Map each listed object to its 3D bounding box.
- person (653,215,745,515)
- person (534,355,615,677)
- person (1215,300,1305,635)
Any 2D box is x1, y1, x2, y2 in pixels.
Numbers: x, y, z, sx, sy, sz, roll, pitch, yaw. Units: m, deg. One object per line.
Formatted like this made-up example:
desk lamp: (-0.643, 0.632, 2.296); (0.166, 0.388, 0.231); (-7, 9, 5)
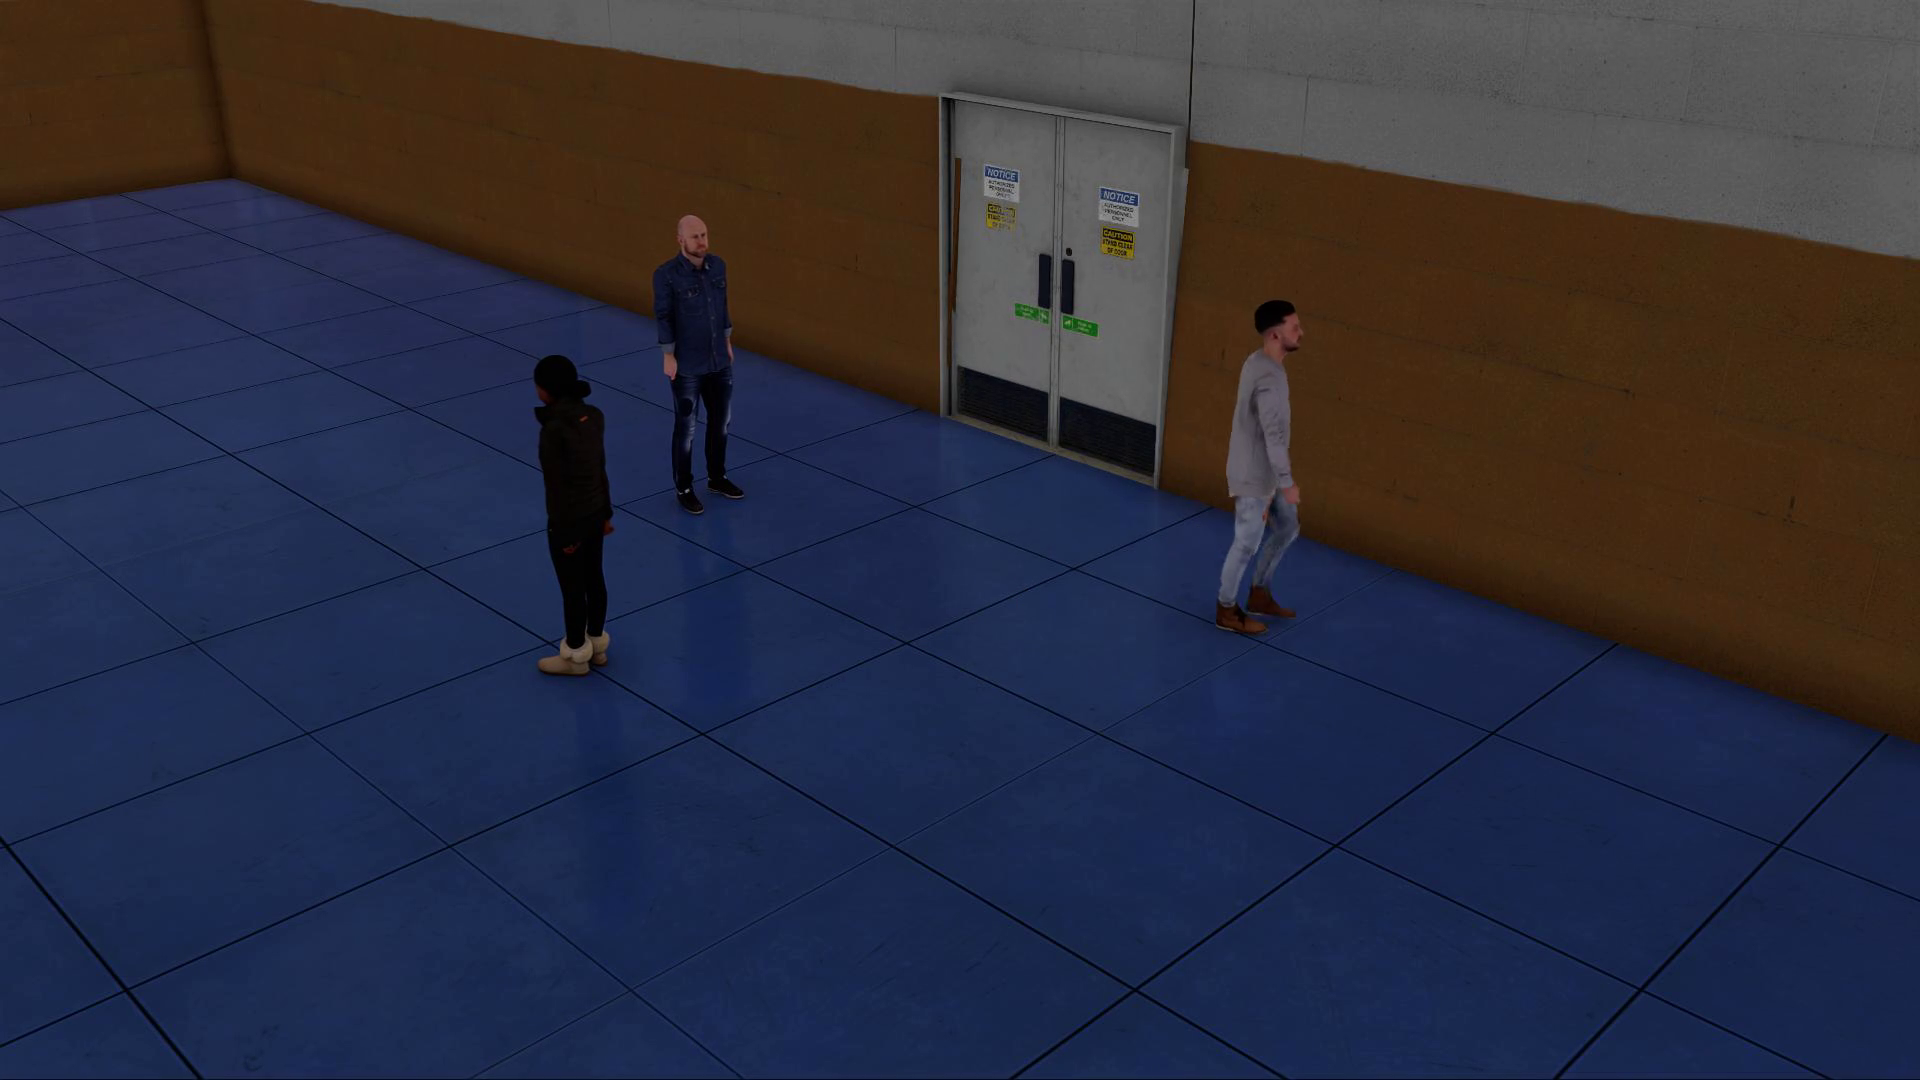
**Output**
person: (-1.603, -1.095, 10.253); (0.786, 1.825, 0.506); (20, 31, 38)
person: (-1.880, -0.106, 8.200); (0.718, 1.659, 0.652); (1, 24, 2)
person: (1.454, -0.354, 8.564); (0.863, 1.821, 0.767); (4, 24, 10)
